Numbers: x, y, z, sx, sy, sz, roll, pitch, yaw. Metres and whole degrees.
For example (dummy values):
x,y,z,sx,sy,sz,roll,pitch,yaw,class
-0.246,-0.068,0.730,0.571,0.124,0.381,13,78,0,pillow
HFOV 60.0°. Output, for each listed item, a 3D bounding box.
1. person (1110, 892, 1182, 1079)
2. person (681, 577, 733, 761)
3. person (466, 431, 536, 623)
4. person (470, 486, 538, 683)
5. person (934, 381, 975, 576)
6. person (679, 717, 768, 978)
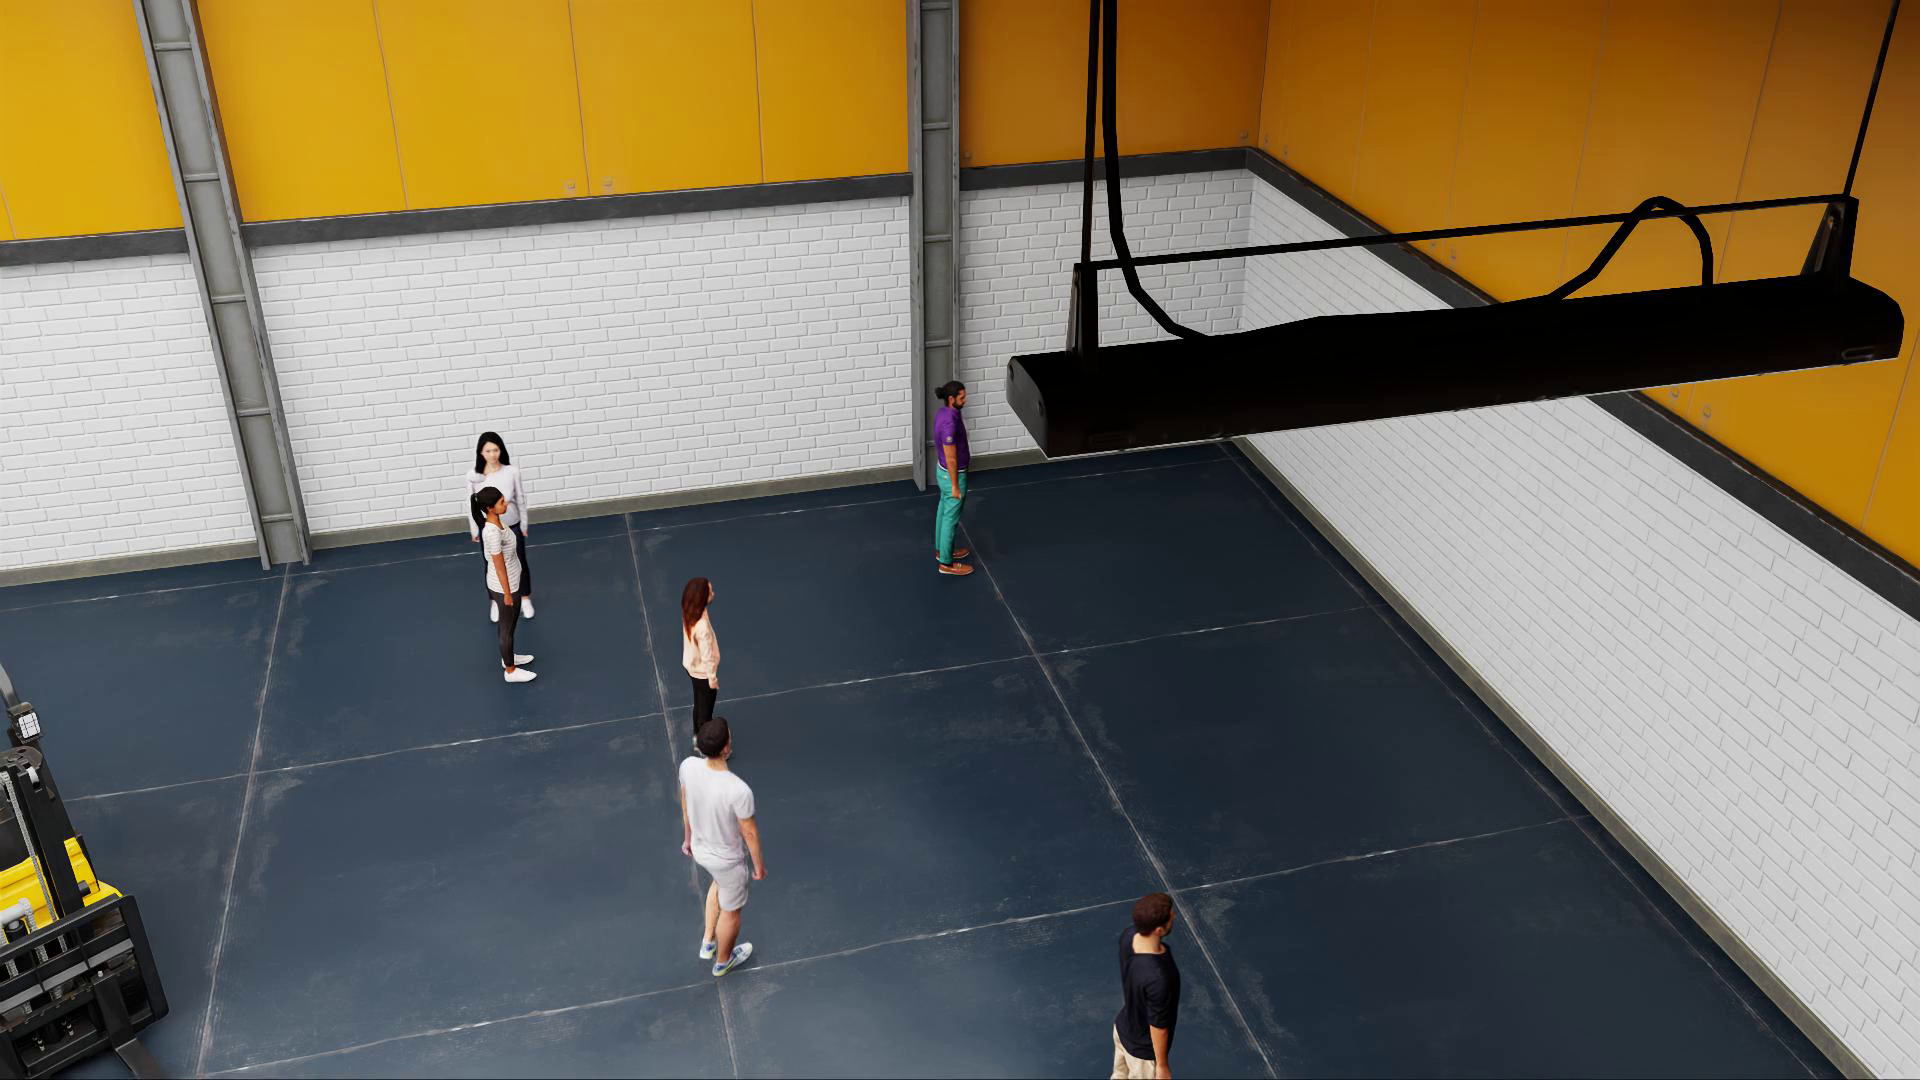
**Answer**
x,y,z,sx,sy,sz,roll,pitch,yaw,class
0.935,2.571,8.588,0.531,1.852,0.625,-7,29,-13,person
-1.859,0.927,11.989,0.527,1.481,0.585,-11,31,-20,person
-3.782,-0.123,13.687,0.464,1.697,0.671,-7,29,-12,person
-3.549,0.326,12.917,0.508,1.647,0.560,-7,29,-13,person
-0.087,-0.561,14.418,0.597,1.766,0.657,-3,29,-6,person
-1.483,1.877,9.868,0.838,1.845,0.872,20,34,32,person
